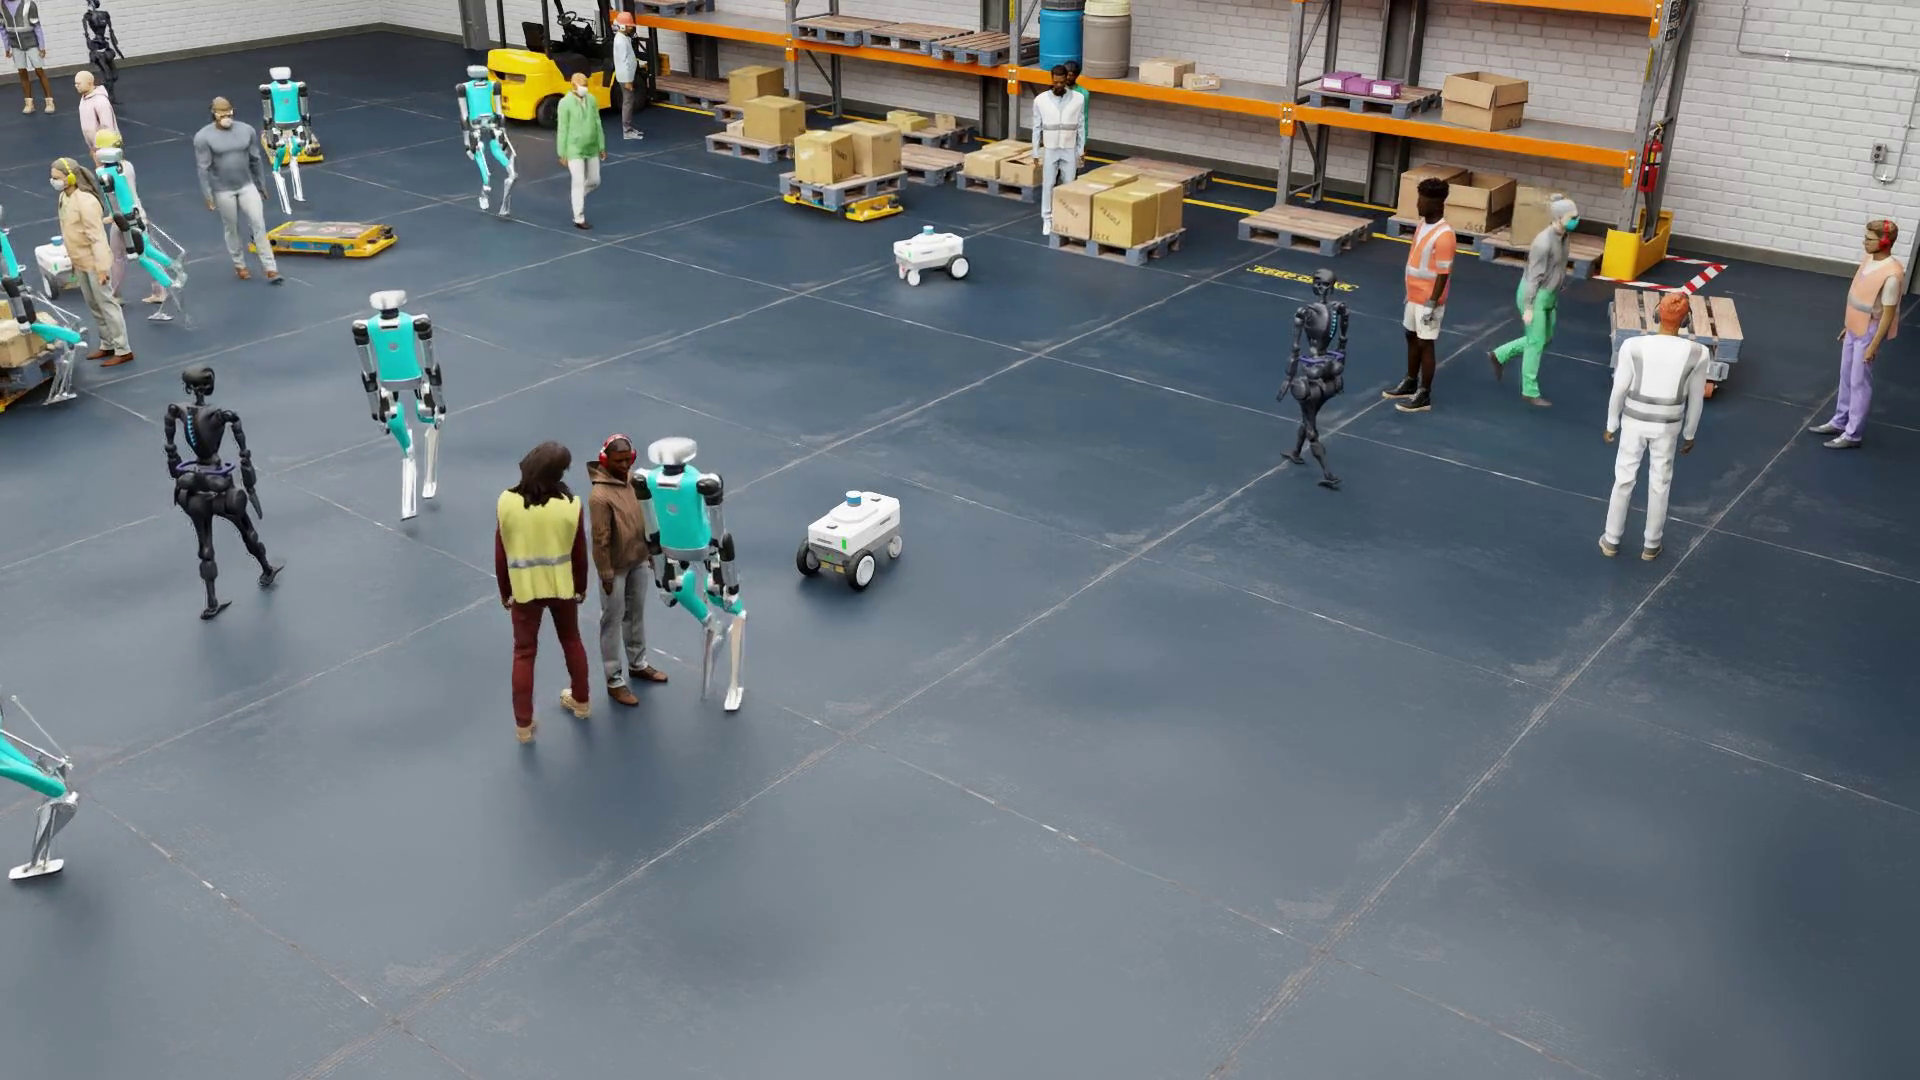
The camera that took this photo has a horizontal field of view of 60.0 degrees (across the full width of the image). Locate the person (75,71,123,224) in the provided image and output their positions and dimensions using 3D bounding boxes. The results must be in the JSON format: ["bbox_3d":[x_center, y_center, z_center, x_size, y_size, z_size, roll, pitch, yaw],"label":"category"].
[{"bbox_3d":[-9.850,-4.511,19.186,0.526,1.775,0.408,19,32,34],"label":"person"}]

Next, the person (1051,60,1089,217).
[{"bbox_3d":[1.250,-4.647,19.382,0.494,1.847,0.402,-4,26,-8],"label":"person"}]

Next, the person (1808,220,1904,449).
[{"bbox_3d":[7.137,-1.614,13.103,0.373,1.840,0.568,3,26,6],"label":"person"}]

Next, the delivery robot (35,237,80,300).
[{"bbox_3d":[-9.185,-2.810,17.043,0.499,0.579,0.767,-21,33,-36],"label":"delivery robot"}]

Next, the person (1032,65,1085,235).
[{"bbox_3d":[1.113,-4.417,18.839,0.596,1.907,0.408,-3,26,-5],"label":"person"}]

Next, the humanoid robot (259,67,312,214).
[{"bbox_3d":[-7.992,-4.750,19.743,0.538,1.765,0.844,-15,30,-28],"label":"humanoid robot"}]

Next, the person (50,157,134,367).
[{"bbox_3d":[-7.773,-2.497,14.905,0.568,1.871,0.392,20,32,35],"label":"person"}]

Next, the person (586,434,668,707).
[{"bbox_3d":[-1.957,0.146,9.676,0.328,1.649,0.461,14,29,26],"label":"person"}]

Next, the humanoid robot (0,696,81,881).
[{"bbox_3d":[-4.563,0.921,8.033,0.667,1.850,0.547,-9,27,-18],"label":"humanoid robot"}]

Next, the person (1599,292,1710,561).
[{"bbox_3d":[4.691,-0.762,11.292,0.583,1.882,0.337,9,27,17],"label":"person"}]

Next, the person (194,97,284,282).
[{"bbox_3d":[-7.401,-3.557,17.060,0.658,1.898,0.903,-17,31,-31],"label":"person"}]

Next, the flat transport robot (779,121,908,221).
[{"bbox_3d":[-1.410,-4.113,20.089,1.431,0.231,0.659,23,34,39],"label":"flat transport robot"}]

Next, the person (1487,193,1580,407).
[{"bbox_3d":[4.852,-2.061,14.059,0.643,1.819,0.524,23,34,39],"label":"person"}]

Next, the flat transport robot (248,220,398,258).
[{"bbox_3d":[-7.087,-3.348,18.505,1.431,0.231,0.659,4,26,8],"label":"flat transport robot"}]

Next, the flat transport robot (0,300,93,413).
[{"bbox_3d":[-8.358,-1.401,14.473,0.659,0.231,1.431,2,26,4],"label":"flat transport robot"}]

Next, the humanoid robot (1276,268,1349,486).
[{"bbox_3d":[2.707,-1.241,12.597,0.610,1.639,0.789,-15,30,-28],"label":"humanoid robot"}]

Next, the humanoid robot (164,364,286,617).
[{"bbox_3d":[-4.810,-0.365,10.745,0.607,1.631,0.735,3,26,7],"label":"humanoid robot"}]

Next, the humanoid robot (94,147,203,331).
[{"bbox_3d":[-7.596,-2.788,15.781,0.793,1.890,0.557,-6,26,-12],"label":"humanoid robot"}]

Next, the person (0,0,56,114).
[{"bbox_3d":[-14.026,-7.415,24.908,0.602,2.034,0.414,-2,26,-5],"label":"person"}]

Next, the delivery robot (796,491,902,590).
[{"bbox_3d":[-0.733,-0.021,11.308,0.499,0.614,0.791,15,30,28],"label":"delivery robot"}]

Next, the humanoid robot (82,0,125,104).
[{"bbox_3d":[-13.298,-7.582,25.664,0.556,1.638,0.588,9,27,17],"label":"humanoid robot"}]

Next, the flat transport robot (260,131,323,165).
[{"bbox_3d":[-9.126,-5.367,22.686,0.659,0.231,1.431,-12,28,-23],"label":"flat transport robot"}]

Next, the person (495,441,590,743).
[{"bbox_3d":[-2.320,0.275,9.297,0.509,1.747,0.487,-8,27,-16],"label":"person"}]

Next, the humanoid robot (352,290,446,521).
[{"bbox_3d":[-3.956,-0.997,11.931,0.548,1.742,0.977,-5,26,-10],"label":"humanoid robot"}]

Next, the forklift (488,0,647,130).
[{"bbox_3d":[-5.874,-7.334,24.552,1.214,2.155,2.313,19,32,34],"label":"forklift"}]

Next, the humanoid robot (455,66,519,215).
[{"bbox_3d":[-5.457,-4.594,19.395,0.544,1.726,0.991,-16,30,-29],"label":"humanoid robot"}]

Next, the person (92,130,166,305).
[{"bbox_3d":[-8.346,-3.165,16.426,0.733,1.738,0.537,2,26,5],"label":"person"}]

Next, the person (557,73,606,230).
[{"bbox_3d":[-4.418,-4.514,19.204,0.601,1.757,0.585,20,32,36],"label":"person"}]

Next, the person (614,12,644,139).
[{"bbox_3d":[-4.672,-6.537,23.419,0.349,1.738,0.571,-5,26,-10],"label":"person"}]

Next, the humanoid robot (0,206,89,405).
[{"bbox_3d":[-7.651,-1.940,13.895,0.742,1.790,0.544,-14,29,-27],"label":"humanoid robot"}]

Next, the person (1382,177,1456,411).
[{"bbox_3d":[3.866,-2.045,13.856,0.370,1.962,0.617,-3,26,-6],"label":"person"}]

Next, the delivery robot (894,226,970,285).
[{"bbox_3d":[-0.319,-2.996,17.437,0.748,0.587,0.524,-16,30,-30],"label":"delivery robot"}]

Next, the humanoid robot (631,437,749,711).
[{"bbox_3d":[-1.449,0.209,9.555,0.559,1.851,0.736,8,27,16],"label":"humanoid robot"}]
